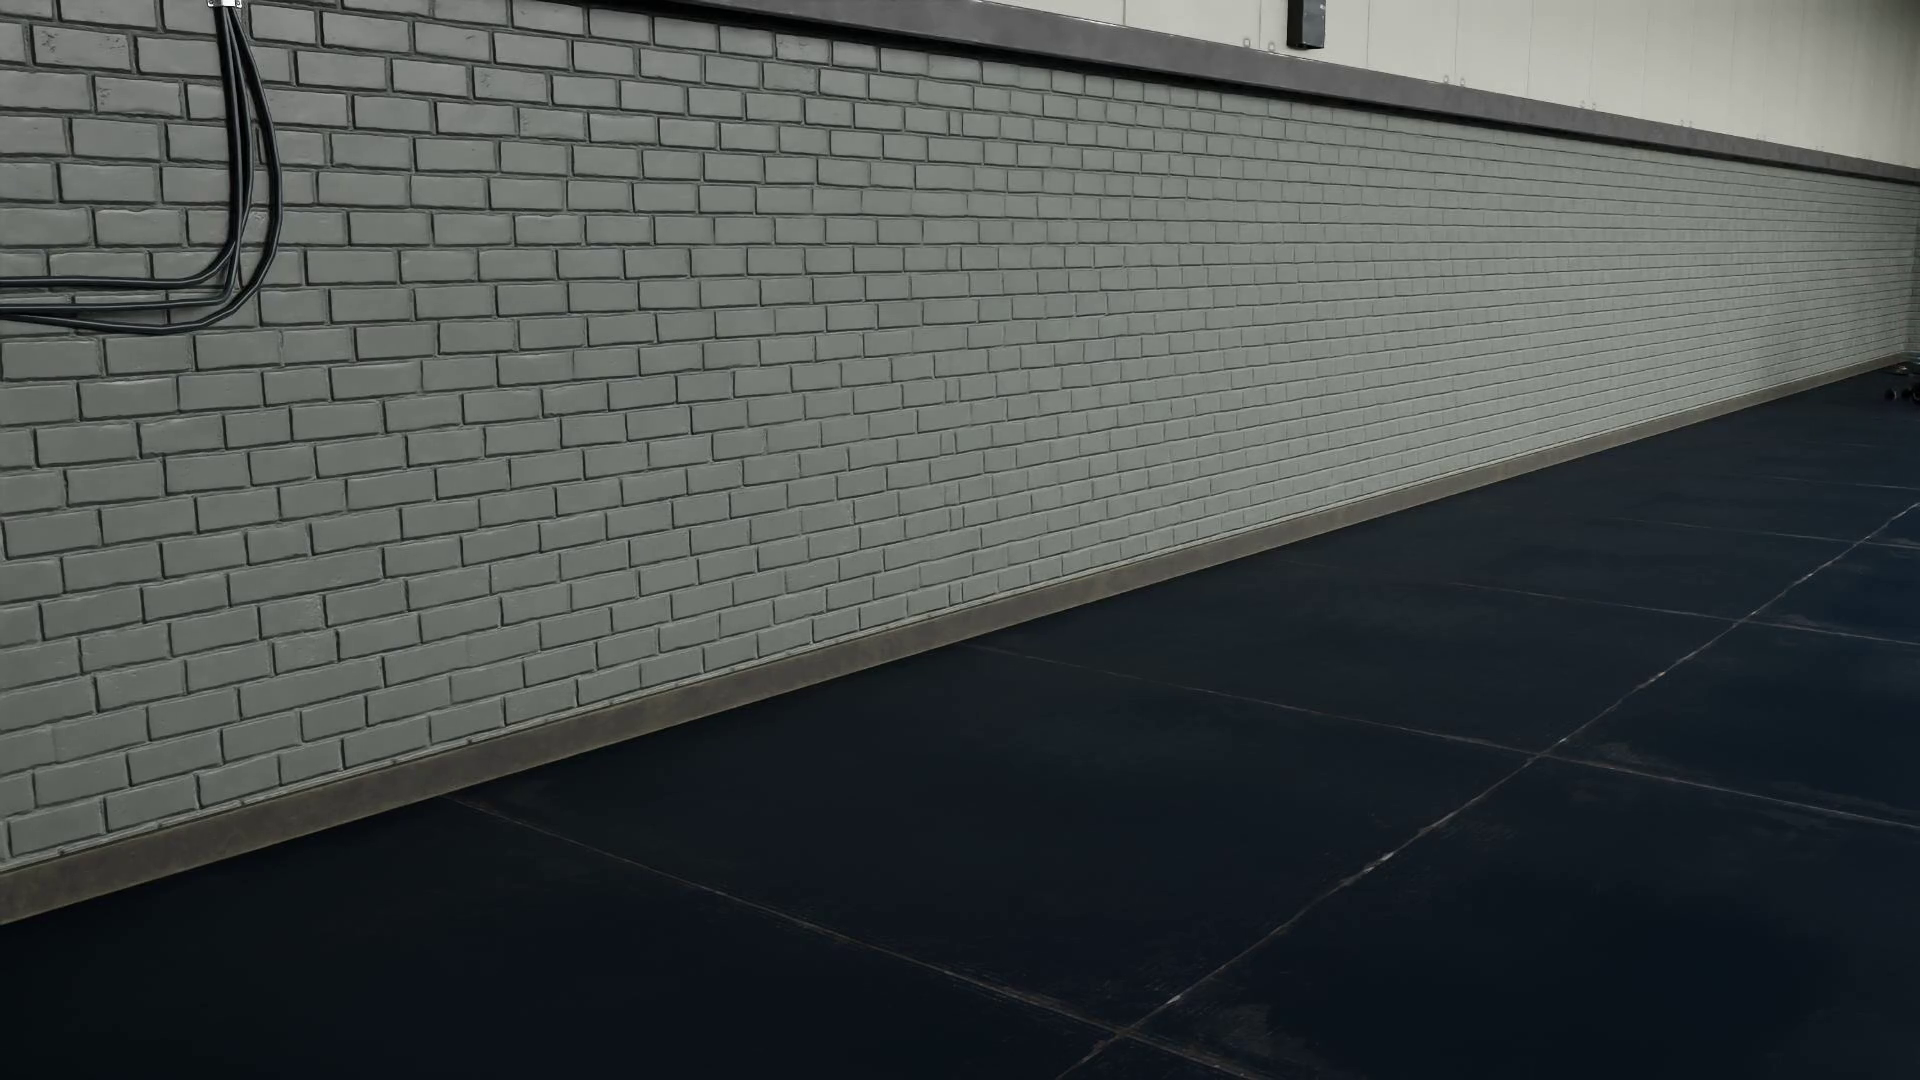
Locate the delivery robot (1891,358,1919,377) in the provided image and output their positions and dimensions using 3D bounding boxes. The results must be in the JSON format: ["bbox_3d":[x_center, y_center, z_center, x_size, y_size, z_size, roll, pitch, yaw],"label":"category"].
[{"bbox_3d":[11.946,-2.149,20.677,0.335,0.223,0.698,-3,11,-18],"label":"delivery robot"}]
